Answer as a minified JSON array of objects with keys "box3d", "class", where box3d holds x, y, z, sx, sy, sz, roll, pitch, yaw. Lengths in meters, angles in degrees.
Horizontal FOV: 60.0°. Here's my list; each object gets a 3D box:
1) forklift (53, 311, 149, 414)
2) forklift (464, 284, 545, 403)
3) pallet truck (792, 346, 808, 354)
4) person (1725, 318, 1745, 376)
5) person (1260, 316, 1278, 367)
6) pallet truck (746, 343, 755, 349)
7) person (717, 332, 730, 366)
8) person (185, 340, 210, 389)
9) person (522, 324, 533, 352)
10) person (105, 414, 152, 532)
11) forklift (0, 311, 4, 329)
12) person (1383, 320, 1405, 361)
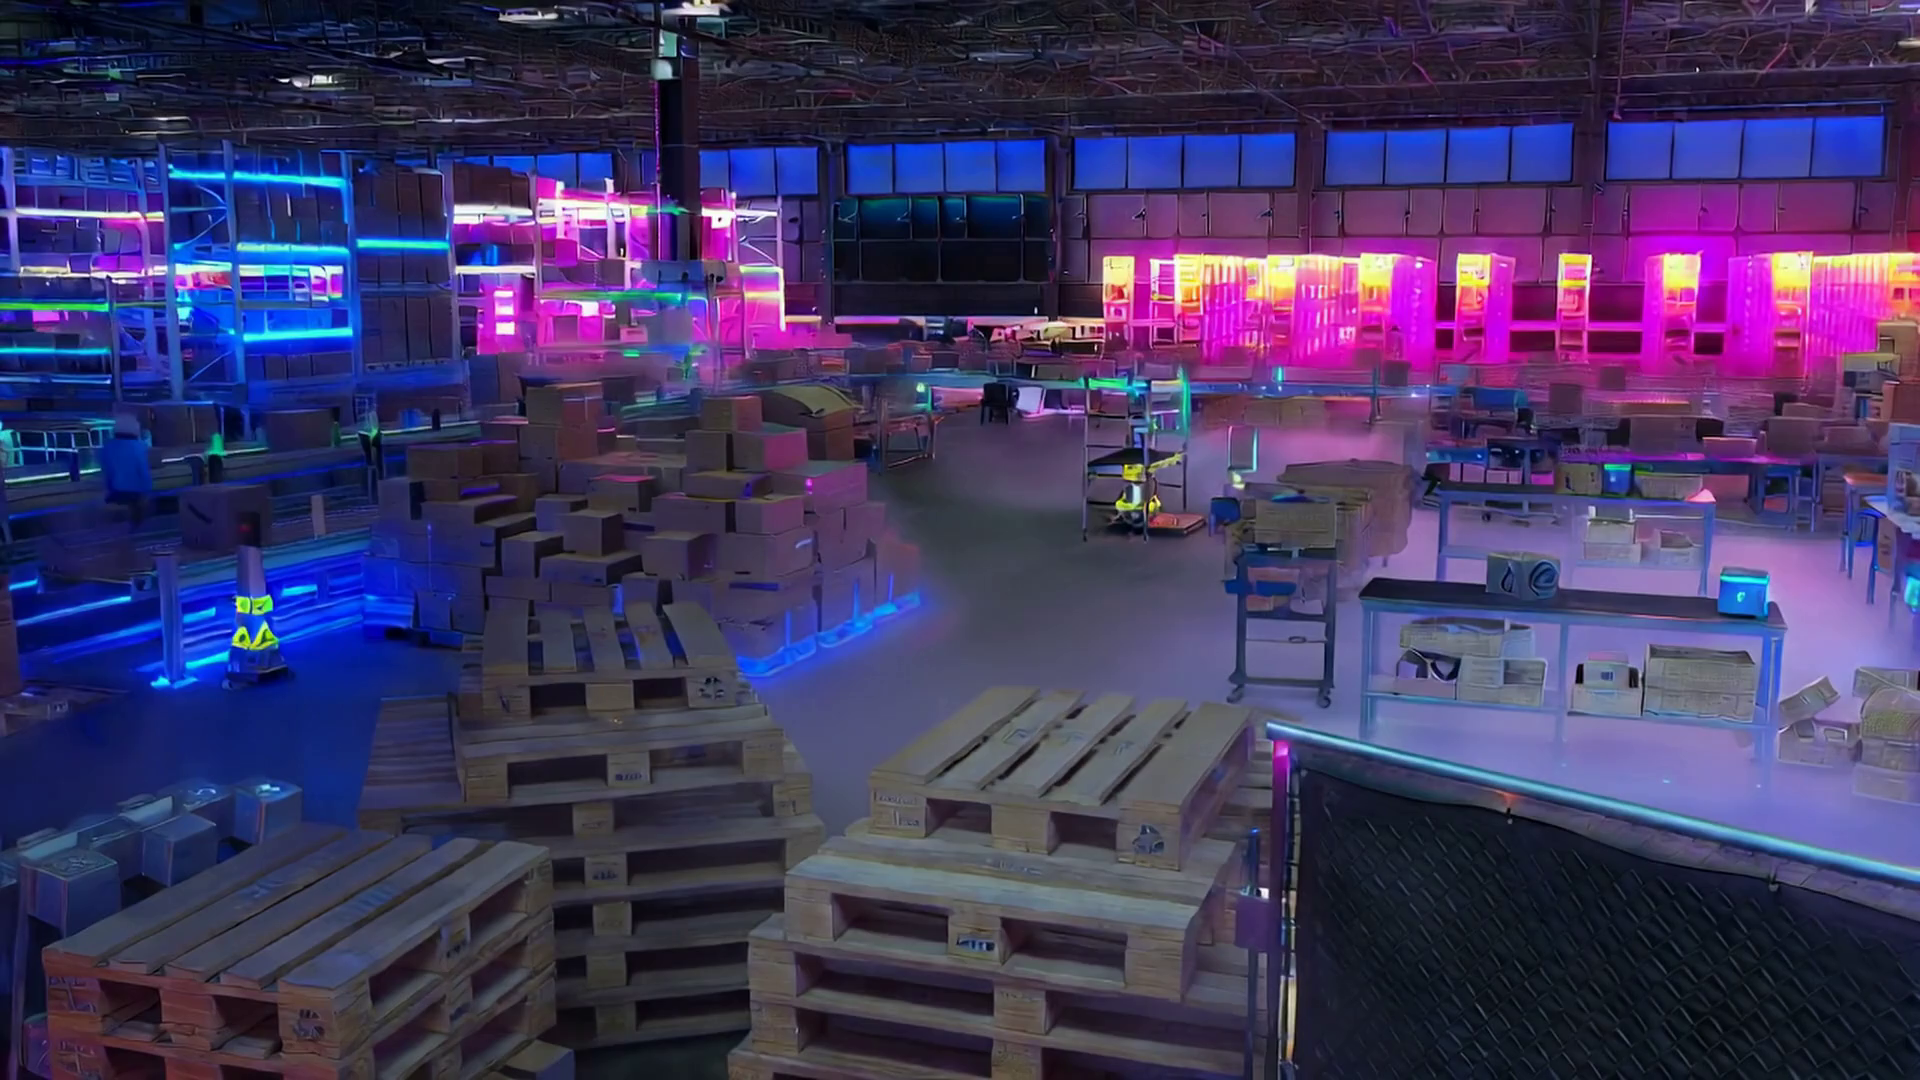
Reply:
[{"box3d":[-18.967,-4.204,36.483,1.873,2.768,1.129,3,10,20],"class":"forklift"},{"box3d":[-10.832,-4.702,39.610,1.129,2.768,1.873,3,10,20],"class":"forklift"},{"box3d":[-3.705,-4.298,42.022,0.653,1.274,1.630,3,10,20],"class":"pallet truck"},{"box3d":[22.335,-5.436,47.557,0.889,1.804,0.581,5,10,28],"class":"person"},{"box3d":[9.885,-6.191,52.384,0.950,1.780,0.600,2,9,13],"class":"person"},{"box3d":[-6.183,-4.618,44.264,1.601,1.201,0.680,-9,12,-43],"class":"pallet truck"},{"box3d":[-5.613,-4.057,39.147,0.517,1.744,0.533,-5,10,-27],"class":"person"},{"box3d":[-20.355,-4.821,44.162,0.542,1.677,0.726,4,10,24],"class":"person"},{"box3d":[-12.122,-5.202,46.466,0.552,1.682,0.435,3,9,16],"class":"person"},{"box3d":[-8.590,-0.493,17.147,0.503,1.614,0.585,3,9,17],"class":"person"},{"box3d":[-22.342,-4.467,38.137,1.873,2.768,1.129,3,10,19],"class":"forklift"},{"box3d":[10.833,-4.528,41.509,0.434,1.935,0.628,-8,12,-42],"class":"person"}]
